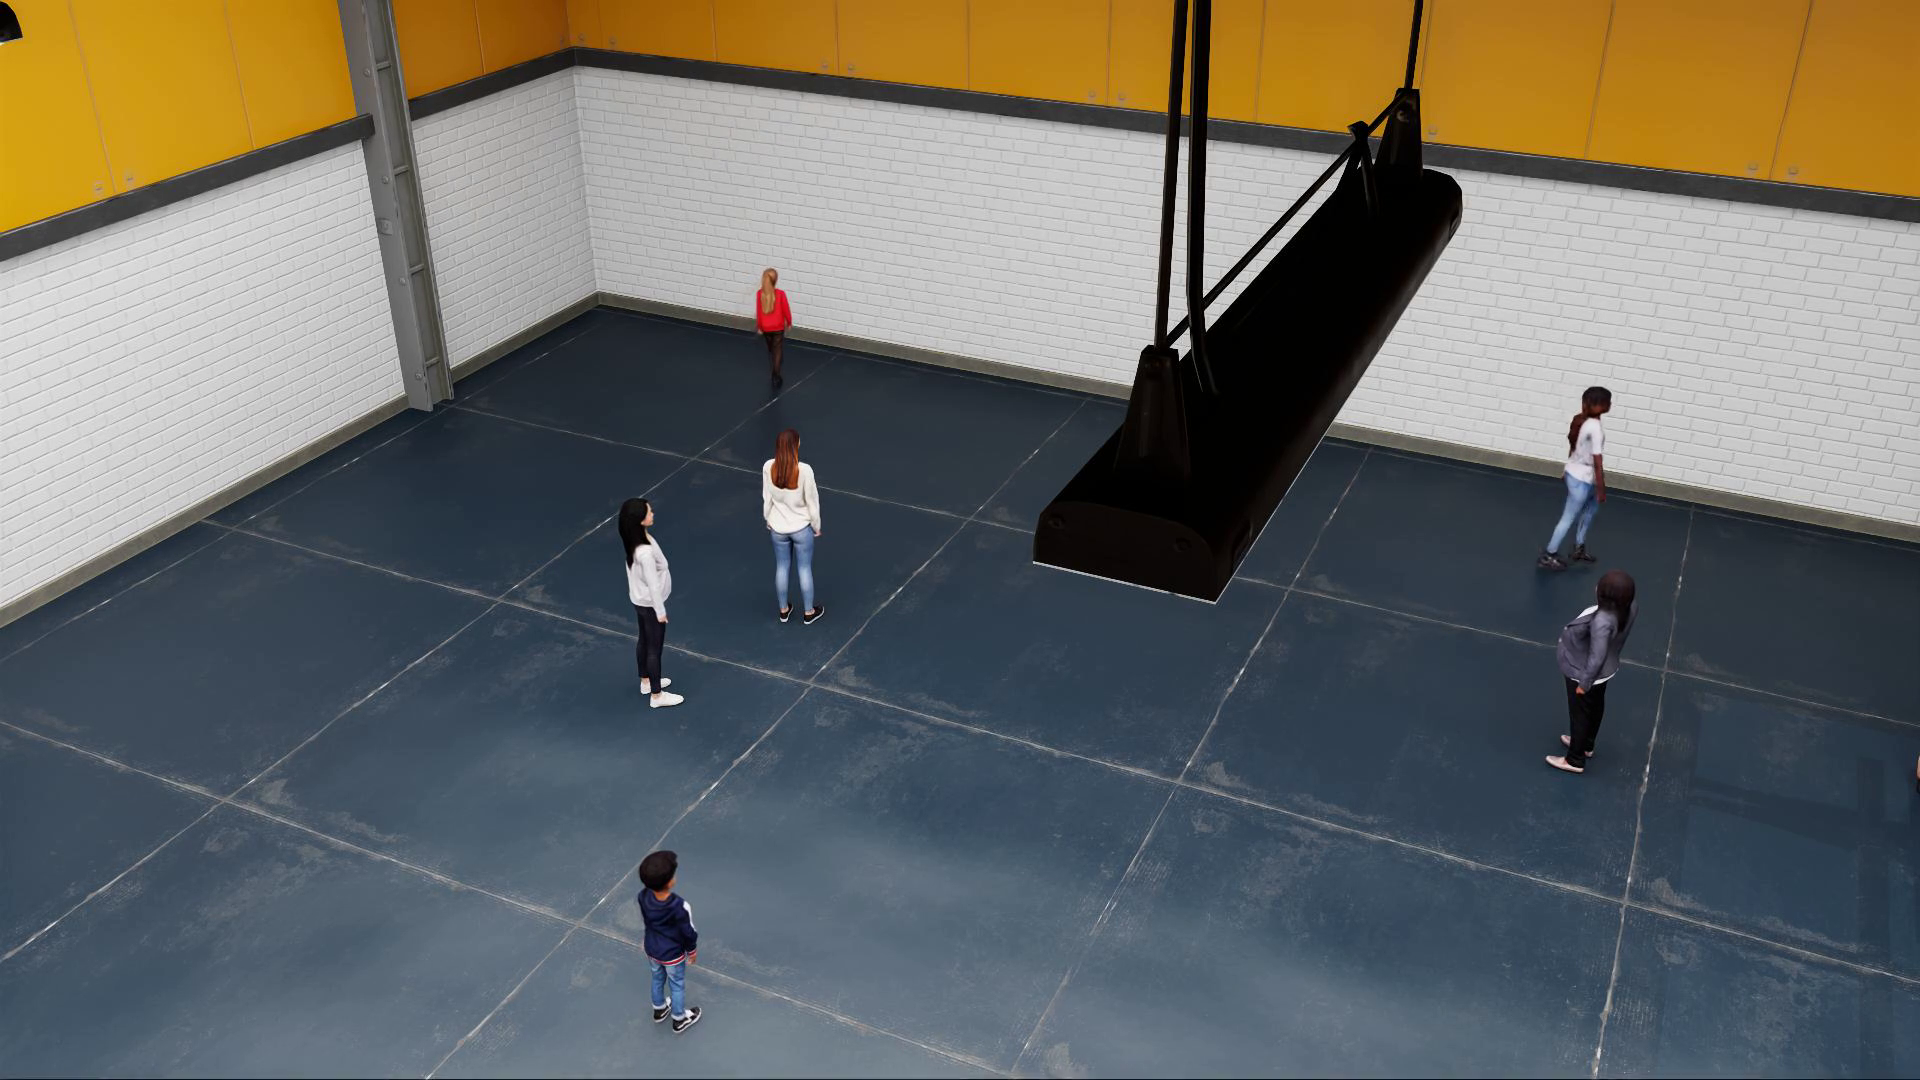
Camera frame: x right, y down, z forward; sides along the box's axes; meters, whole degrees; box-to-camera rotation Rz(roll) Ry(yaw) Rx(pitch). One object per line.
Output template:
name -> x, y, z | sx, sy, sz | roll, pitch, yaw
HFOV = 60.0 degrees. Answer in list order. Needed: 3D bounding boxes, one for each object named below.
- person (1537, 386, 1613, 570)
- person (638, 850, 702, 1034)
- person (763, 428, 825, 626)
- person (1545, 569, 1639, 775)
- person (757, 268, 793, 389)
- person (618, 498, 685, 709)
person -> 5.150, -0.498, 14.035 | 0.797, 1.702, 0.786 | 2, 29, 4
person -> -1.676, 2.276, 9.451 | 0.515, 1.222, 0.485 | 15, 32, 25
person -> -1.345, -0.113, 13.340 | 0.655, 1.691, 0.596 | 8, 30, 14
person -> 4.418, 0.893, 11.596 | 0.805, 1.597, 0.688 | 23, 36, 35
person -> -1.995, -2.239, 17.698 | 0.609, 1.250, 0.909 | 6, 29, 10
person -> -2.314, 0.446, 12.306 | 0.745, 1.701, 0.710 | -14, 32, -24
